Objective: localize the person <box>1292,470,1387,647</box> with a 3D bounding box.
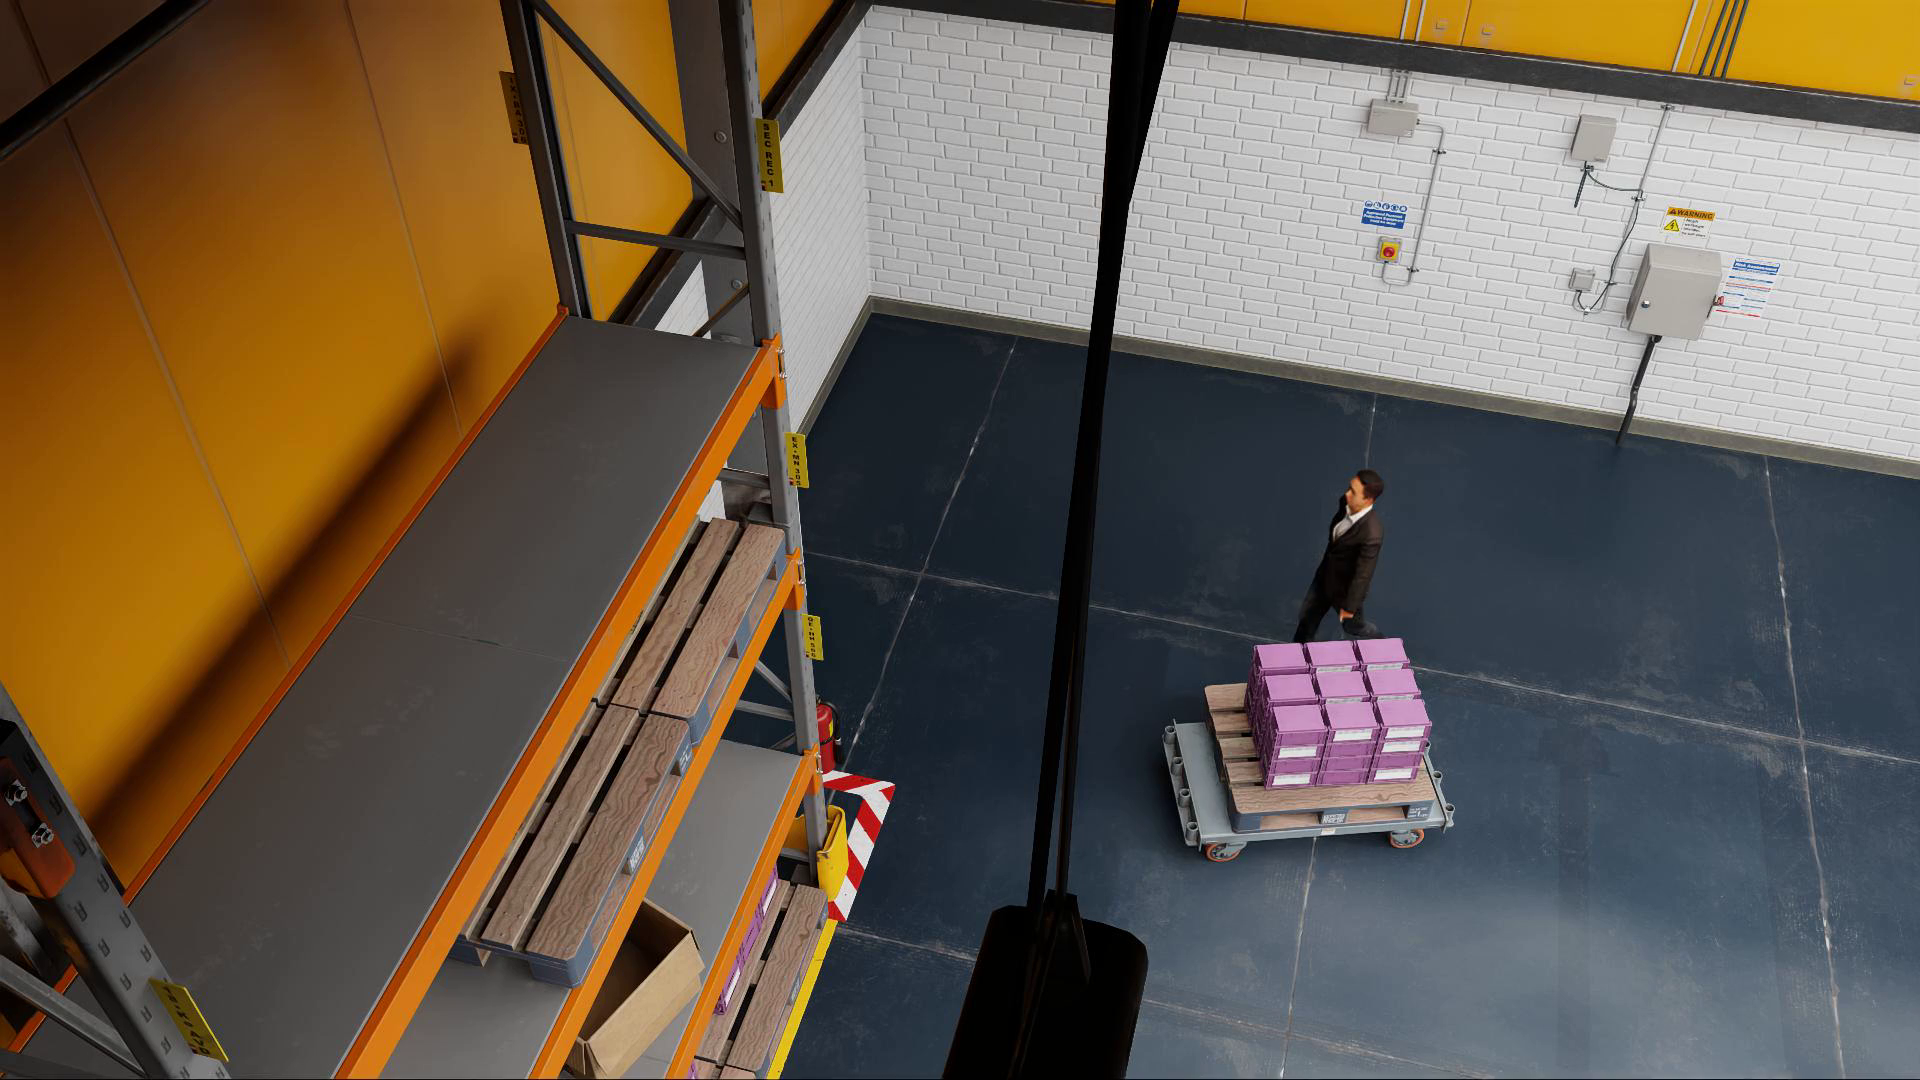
[{"bbox_3d":[2.567,0.254,10.729,1.101,1.769,1.181,-9,44,-9],"label":"person"}]
